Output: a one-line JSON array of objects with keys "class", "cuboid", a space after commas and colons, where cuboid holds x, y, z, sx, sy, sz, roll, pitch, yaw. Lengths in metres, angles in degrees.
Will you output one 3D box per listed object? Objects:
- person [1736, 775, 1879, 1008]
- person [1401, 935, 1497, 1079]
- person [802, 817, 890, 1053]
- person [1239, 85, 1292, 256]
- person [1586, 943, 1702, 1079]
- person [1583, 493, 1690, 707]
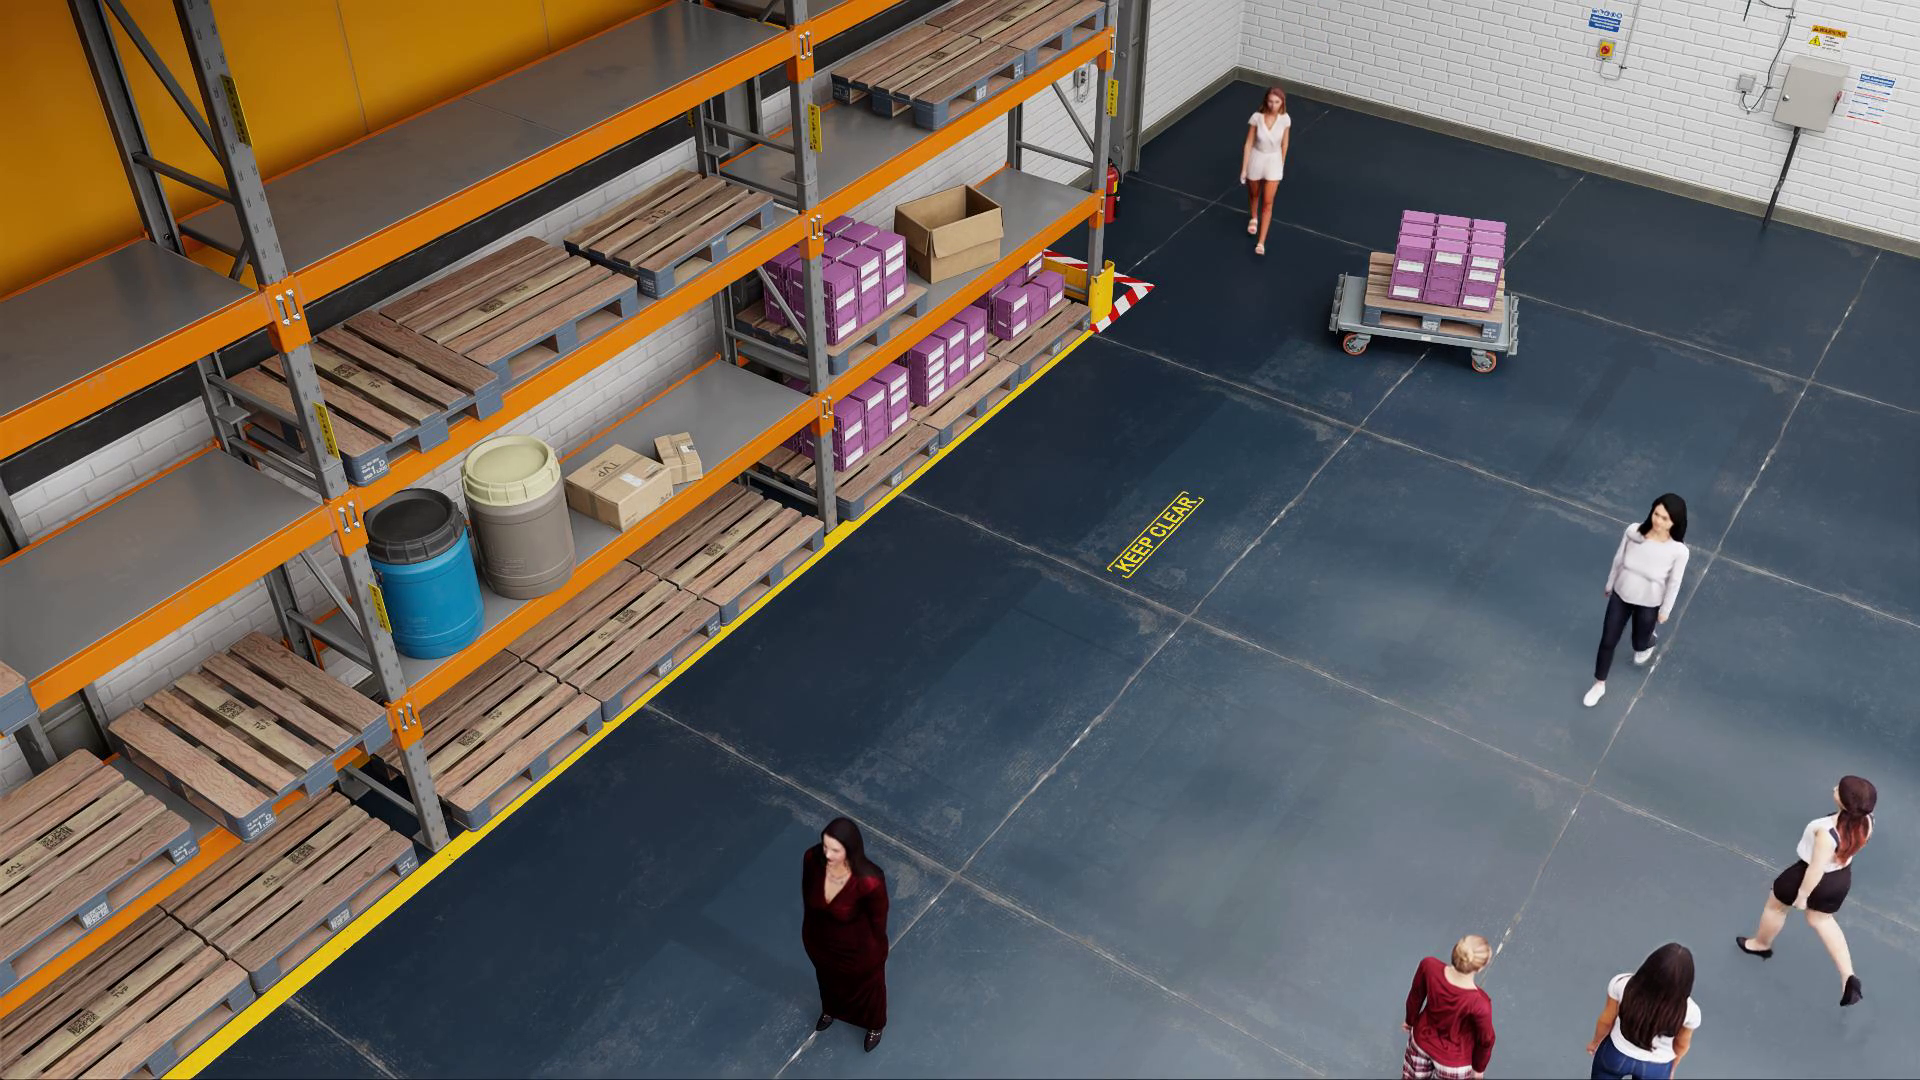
[{"class": "person", "cuboid": [4.874, 1.973, 9.315, 0.993, 1.626, 0.913, -18, 42, -21]}, {"class": "person", "cuboid": [2.469, 2.574, 8.504, 0.592, 1.700, 0.672, -28, 47, -31]}, {"class": "person", "cuboid": [-0.616, 2.124, 9.021, 0.690, 1.757, 0.638, 17, 42, 20]}, {"class": "person", "cuboid": [2.995, -3.716, 16.422, 0.901, 1.647, 1.187, 7, 39, 9]}, {"class": "person", "cuboid": [3.391, 2.631, 8.372, 0.610, 1.775, 0.552, 18, 42, 21]}, {"class": "person", "cuboid": [4.642, 0.365, 11.285, 0.712, 1.681, 1.018, 31, 48, 33]}]
